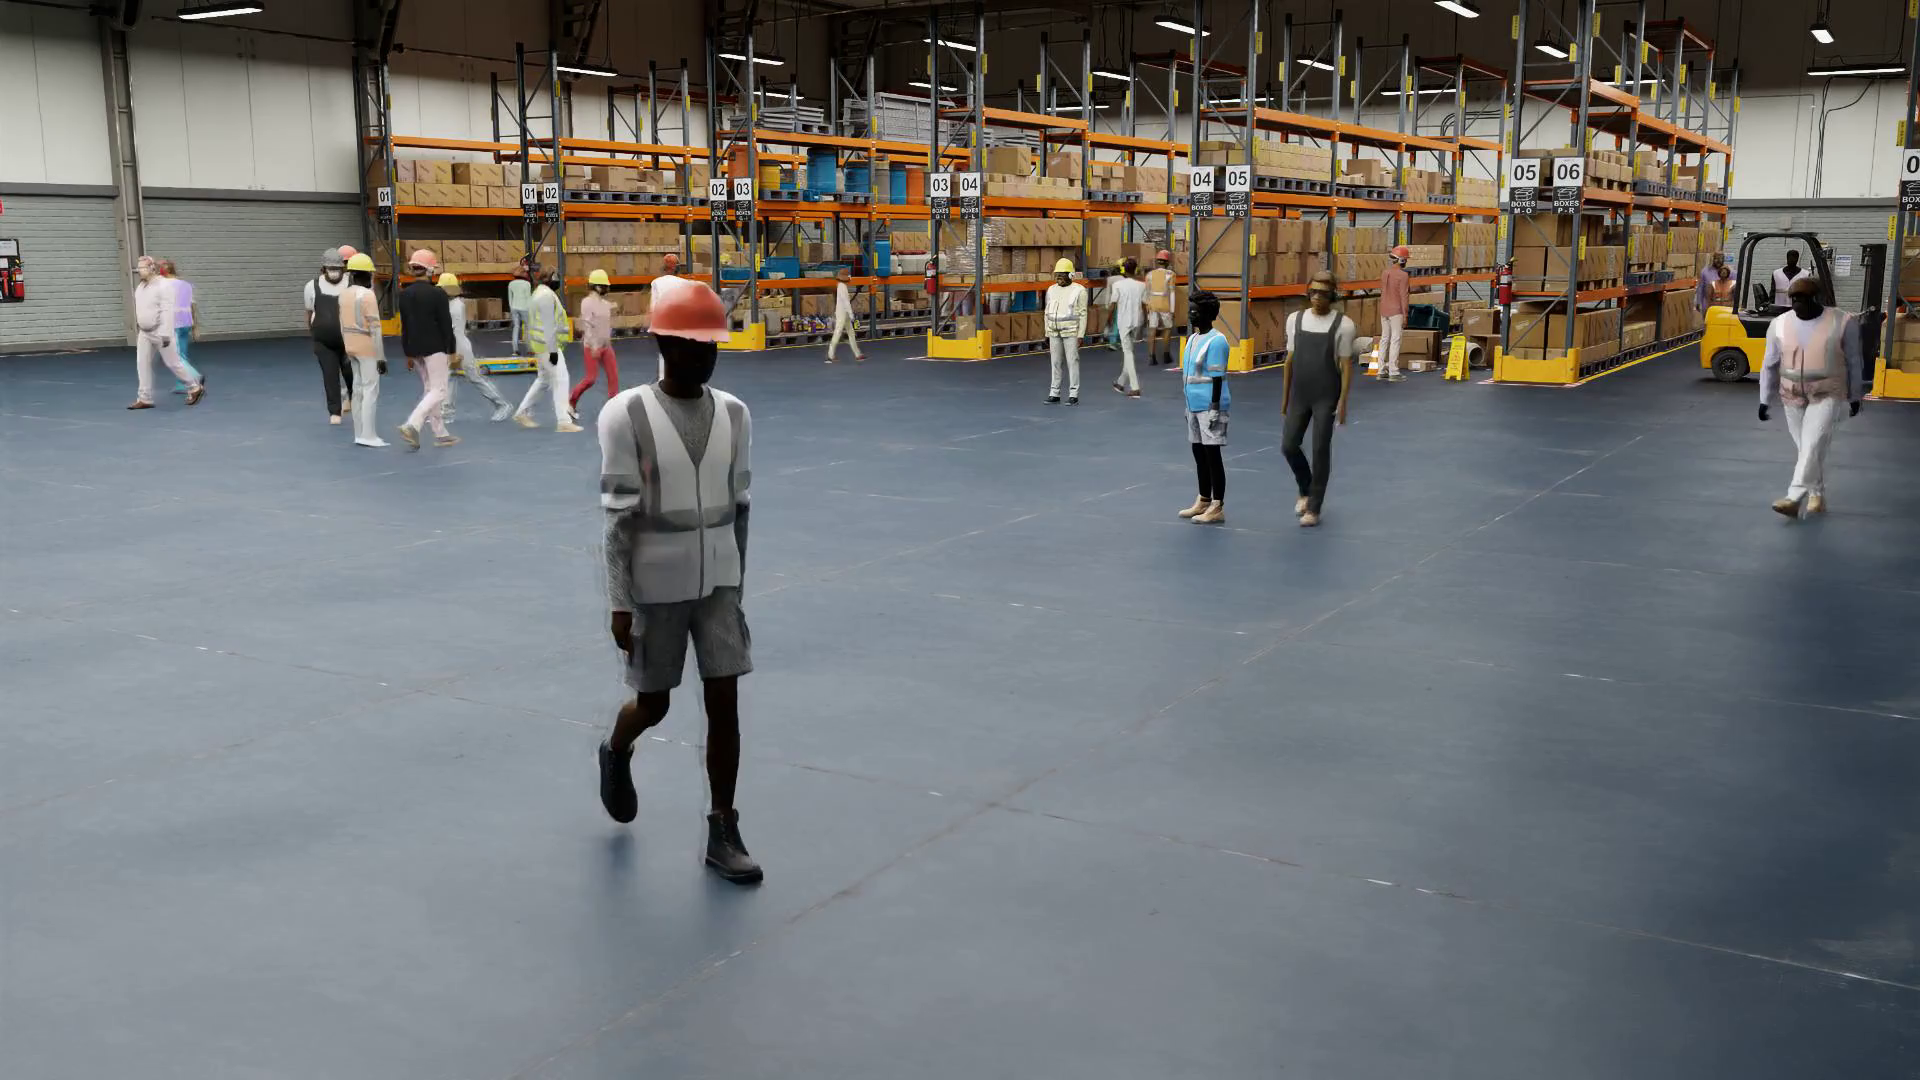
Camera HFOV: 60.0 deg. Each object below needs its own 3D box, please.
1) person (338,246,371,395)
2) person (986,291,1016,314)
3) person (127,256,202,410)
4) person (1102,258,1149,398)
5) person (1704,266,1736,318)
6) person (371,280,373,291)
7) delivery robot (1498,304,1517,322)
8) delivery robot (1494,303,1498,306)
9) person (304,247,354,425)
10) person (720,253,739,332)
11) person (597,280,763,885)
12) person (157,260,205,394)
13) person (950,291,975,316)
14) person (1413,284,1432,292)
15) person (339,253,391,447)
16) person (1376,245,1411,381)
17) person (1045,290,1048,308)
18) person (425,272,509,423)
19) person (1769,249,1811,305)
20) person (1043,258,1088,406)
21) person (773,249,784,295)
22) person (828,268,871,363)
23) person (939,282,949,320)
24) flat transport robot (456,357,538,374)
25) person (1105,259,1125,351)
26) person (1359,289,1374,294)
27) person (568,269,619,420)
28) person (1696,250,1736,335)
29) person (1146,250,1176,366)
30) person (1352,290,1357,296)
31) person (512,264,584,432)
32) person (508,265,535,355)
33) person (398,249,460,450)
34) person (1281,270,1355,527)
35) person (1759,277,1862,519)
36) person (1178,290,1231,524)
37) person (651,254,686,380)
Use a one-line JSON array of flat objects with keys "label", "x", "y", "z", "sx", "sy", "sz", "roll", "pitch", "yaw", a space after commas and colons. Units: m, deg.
[{"label": "person", "x": -8.067, "y": -2.905, "z": 22.109, "sx": 0.608, "sy": 1.988, "sz": 0.392, "roll": 7, "pitch": 12, "yaw": 35}, {"label": "person", "x": 0.812, "y": -4.833, "z": 33.074, "sx": 0.628, "sy": 1.932, "sz": 0.365, "roll": 0, "pitch": 10, "yaw": 1}, {"label": "person", "x": -9.868, "y": -2.566, "z": 20.539, "sx": 0.641, "sy": 1.875, "sz": 0.912, "roll": 5, "pitch": 11, "yaw": 24}, {"label": "person", "x": 2.174, "y": -2.823, "z": 22.114, "sx": 0.516, "sy": 1.827, "sz": 0.957, "roll": -5, "pitch": 11, "yaw": -27}, {"label": "person", "x": 13.451, "y": -4.023, "z": 29.402, "sx": 0.528, "sy": 1.624, "sz": 0.484, "roll": 6, "pitch": 12, "yaw": 31}, {"label": "person", "x": -10.919, "y": -4.276, "z": 30.128, "sx": 0.628, "sy": 1.883, "sz": 1.066, "roll": -1, "pitch": 10, "yaw": -8}, {"label": "delivery robot", "x": 13.120, "y": -5.489, "z": 40.335, "sx": 0.707, "sy": 0.478, "sz": 0.477, "roll": -1, "pitch": 10, "yaw": -8}, {"label": "delivery robot", "x": 13.166, "y": -5.592, "z": 40.911, "sx": 0.477, "sy": 0.478, "sz": 0.707, "roll": -3, "pitch": 10, "yaw": -15}, {"label": "person", "x": -7.032, "y": -2.348, "z": 18.841, "sx": 0.697, "sy": 2.000, "sz": 0.822, "roll": -3, "pitch": 11, "yaw": -17}, {"label": "person", "x": -4.718, "y": -4.850, "z": 33.458, "sx": 0.617, "sy": 1.821, "sz": 0.426, "roll": 5, "pitch": 11, "yaw": 24}, {"label": "person", "x": -0.935, "y": 0.116, "z": 5.409, "sx": 0.553, "sy": 1.915, "sz": 0.782, "roll": -7, "pitch": 12, "yaw": -34}, {"label": "person", "x": -10.377, "y": -2.821, "z": 22.152, "sx": 0.677, "sy": 1.816, "sz": 0.603, "roll": 3, "pitch": 11, "yaw": 19}, {"label": "person", "x": 0.032, "y": -4.852, "z": 33.706, "sx": 0.514, "sy": 1.744, "sz": 0.737, "roll": 2, "pitch": 10, "yaw": 13}, {"label": "person", "x": 11.384, "y": -6.166, "z": 40.788, "sx": 1.022, "sy": 1.832, "sz": 0.657, "roll": -8, "pitch": 13, "yaw": -39}, {"label": "person", "x": -5.953, "y": -1.897, "z": 16.641, "sx": 0.590, "sy": 1.929, "sz": 0.368, "roll": 8, "pitch": 13, "yaw": 39}, {"label": "person", "x": 6.413, "y": -3.331, "z": 24.497, "sx": 0.401, "sy": 1.989, "sz": 0.613, "roll": -4, "pitch": 11, "yaw": -23}, {"label": "person", "x": 2.211, "y": -5.949, "z": 39.381, "sx": 0.557, "sy": 1.914, "sz": 0.769, "roll": 5, "pitch": 11, "yaw": 26}, {"label": "person", "x": -5.592, "y": -2.166, "z": 18.788, "sx": 0.864, "sy": 1.707, "sz": 0.497, "roll": -6, "pitch": 12, "yaw": -29}, {"label": "person", "x": 13.658, "y": -3.821, "z": 27.435, "sx": 0.593, "sy": 1.920, "sz": 0.391, "roll": 6, "pitch": 12, "yaw": 30}, {"label": "person", "x": 1.300, "y": -2.595, "z": 20.806, "sx": 0.597, "sy": 1.832, "sz": 0.404, "roll": 7, "pitch": 12, "yaw": 34}, {"label": "person", "x": -4.662, "y": -6.655, "z": 43.171, "sx": 0.613, "sy": 1.964, "sz": 0.361, "roll": 10, "pitch": 14, "yaw": 43}, {"label": "person", "x": -1.880, "y": -3.790, "z": 28.166, "sx": 0.814, "sy": 1.599, "sz": 0.508, "roll": -1, "pitch": 10, "yaw": -3}, {"label": "person", "x": -0.437, "y": -6.598, "z": 43.896, "sx": 0.513, "sy": 1.593, "sz": 0.839, "roll": 4, "pitch": 11, "yaw": 19}, {"label": "flat transport robot", "x": -7.172, "y": -2.724, "z": 25.901, "sx": 1.431, "sy": 0.197, "sz": 0.652, "roll": -6, "pitch": 12, "yaw": -30}, {"label": "person", "x": 3.027, "y": -4.452, "z": 31.517, "sx": 0.539, "sy": 1.715, "sz": 0.935, "roll": 7, "pitch": 12, "yaw": 33}, {"label": "person", "x": 10.514, "y": -6.672, "z": 43.212, "sx": 1.012, "sy": 1.992, "sz": 0.620, "roll": 3, "pitch": 11, "yaw": 18}, {"label": "person", "x": -4.157, "y": -2.200, "z": 18.883, "sx": 0.735, "sy": 1.735, "sz": 0.542, "roll": 5, "pitch": 11, "yaw": 25}, {"label": "person", "x": 14.054, "y": -4.439, "z": 30.976, "sx": 0.645, "sy": 1.887, "sz": 0.420, "roll": 6, "pitch": 12, "yaw": 29}, {"label": "person", "x": 3.373, "y": -3.872, "z": 27.771, "sx": 0.582, "sy": 1.894, "sz": 0.868, "roll": 5, "pitch": 11, "yaw": 26}, {"label": "person", "x": 10.474, "y": -6.894, "z": 44.596, "sx": 0.373, "sy": 1.934, "sz": 0.551, "roll": 8, "pitch": 13, "yaw": 37}, {"label": "person", "x": -4.485, "y": -2.060, "z": 17.951, "sx": 0.673, "sy": 1.819, "sz": 0.662, "roll": -2, "pitch": 10, "yaw": -13}, {"label": "person", "x": -7.945, "y": -4.158, "z": 30.150, "sx": 0.501, "sy": 1.636, "sz": 0.337, "roll": 4, "pitch": 11, "yaw": 21}, {"label": "person", "x": -5.266, "y": -1.863, "z": 16.366, "sx": 0.634, "sy": 1.971, "sz": 0.840, "roll": 6, "pitch": 12, "yaw": 30}, {"label": "person", "x": 2.532, "y": -1.006, "z": 11.890, "sx": 0.525, "sy": 1.835, "sz": 0.407, "roll": 6, "pitch": 12, "yaw": 32}, {"label": "person", "x": 6.278, "y": -1.050, "z": 12.333, "sx": 0.972, "sy": 1.769, "sz": 0.635, "roll": -9, "pitch": 13, "yaw": -40}, {"label": "person", "x": 1.777, "y": -0.963, "z": 12.073, "sx": 0.321, "sy": 1.689, "sz": 0.529, "roll": -3, "pitch": 11, "yaw": -18}, {"label": "person", "x": -3.724, "y": -2.760, "z": 21.581, "sx": 0.587, "sy": 1.883, "sz": 0.341, "roll": 5, "pitch": 11, "yaw": 24}]
